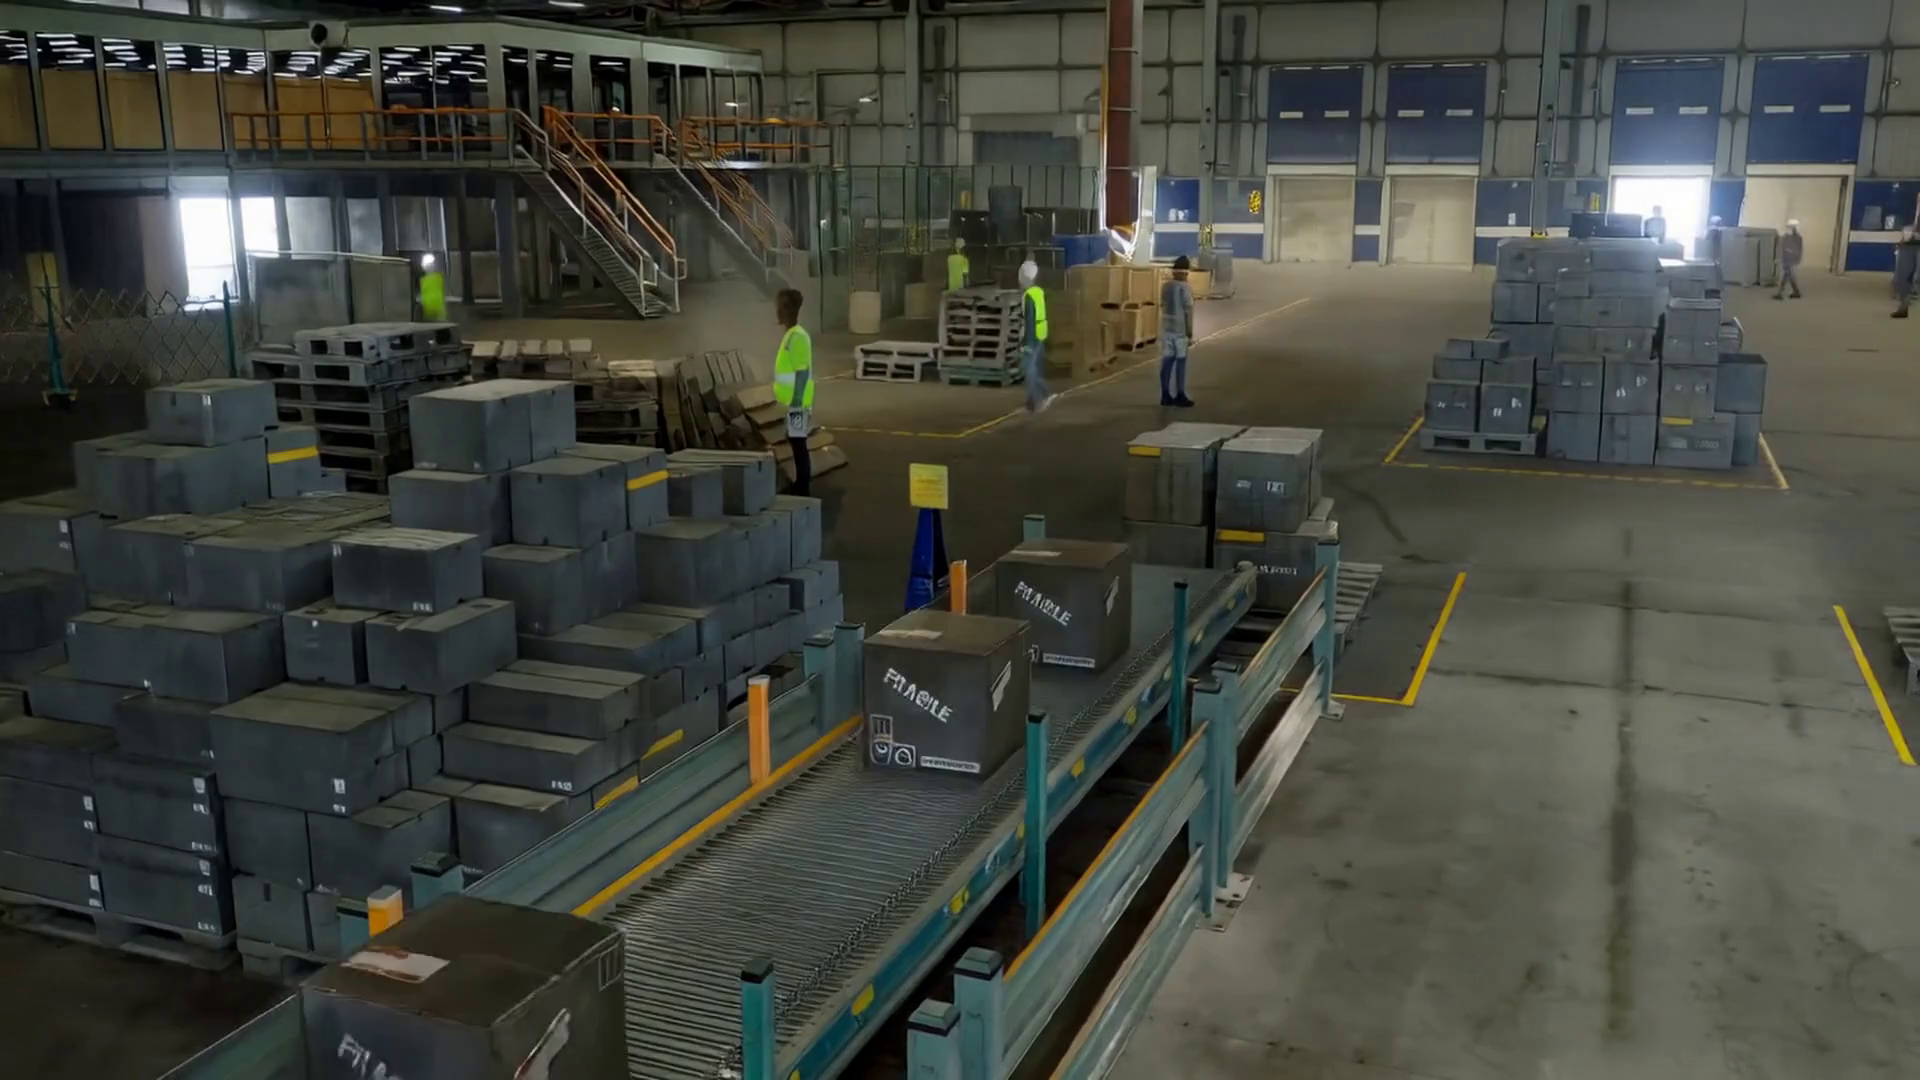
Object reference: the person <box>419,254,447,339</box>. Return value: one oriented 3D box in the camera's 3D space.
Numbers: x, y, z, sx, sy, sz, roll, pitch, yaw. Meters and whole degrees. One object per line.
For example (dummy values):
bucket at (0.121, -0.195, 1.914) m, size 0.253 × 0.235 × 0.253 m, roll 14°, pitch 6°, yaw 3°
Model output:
person at (-8.128, -3.501, 25.492) m, size 0.891 × 1.719 × 0.542 m, roll 7°, pitch 14°, yaw 29°

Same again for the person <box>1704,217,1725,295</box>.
person at (18.331, -6.933, 40.564) m, size 0.610 × 1.866 × 0.998 m, roll -7°, pitch 14°, yaw -28°

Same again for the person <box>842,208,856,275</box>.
person at (-3.212, -8.653, 48.121) m, size 0.402 × 1.941 × 0.602 m, roll 5°, pitch 13°, yaw 20°

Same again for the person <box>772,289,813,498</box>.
person at (-1.503, -1.272, 14.961) m, size 0.361 × 1.963 × 0.613 m, roll -2°, pitch 13°, yaw -11°

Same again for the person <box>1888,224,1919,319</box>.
person at (19.210, -5.460, 33.842) m, size 0.469 × 1.923 × 0.660 m, roll 0°, pitch 13°, yaw 1°

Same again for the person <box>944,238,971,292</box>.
person at (-0.033, -4.302, 28.822) m, size 0.569 × 1.848 × 0.409 m, roll 10°, pitch 16°, yaw 38°

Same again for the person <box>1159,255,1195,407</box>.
person at (2.790, -2.669, 21.288) m, size 0.357 × 1.937 × 0.551 m, roll -10°, pitch 16°, yaw -38°

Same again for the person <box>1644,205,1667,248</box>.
person at (19.864, -8.554, 47.556) m, size 0.612 × 1.994 × 0.394 m, roll 1°, pitch 13°, yaw 4°

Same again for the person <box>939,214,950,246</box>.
person at (-0.322, -7.896, 44.980) m, size 0.580 × 1.841 × 0.978 m, roll -10°, pitch 16°, yaw -39°

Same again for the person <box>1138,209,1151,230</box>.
person at (5.770, -9.440, 51.931) m, size 0.466 × 1.816 × 0.658 m, roll -1°, pitch 13°, yaw -6°

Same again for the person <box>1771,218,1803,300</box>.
person at (19.426, -6.570, 38.876) m, size 0.894 × 1.914 × 0.544 m, roll -5°, pitch 13°, yaw -20°

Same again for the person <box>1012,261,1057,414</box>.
person at (0.905, -2.484, 20.557) m, size 0.468 × 1.904 × 0.590 m, roll 2°, pitch 13°, yaw 9°
